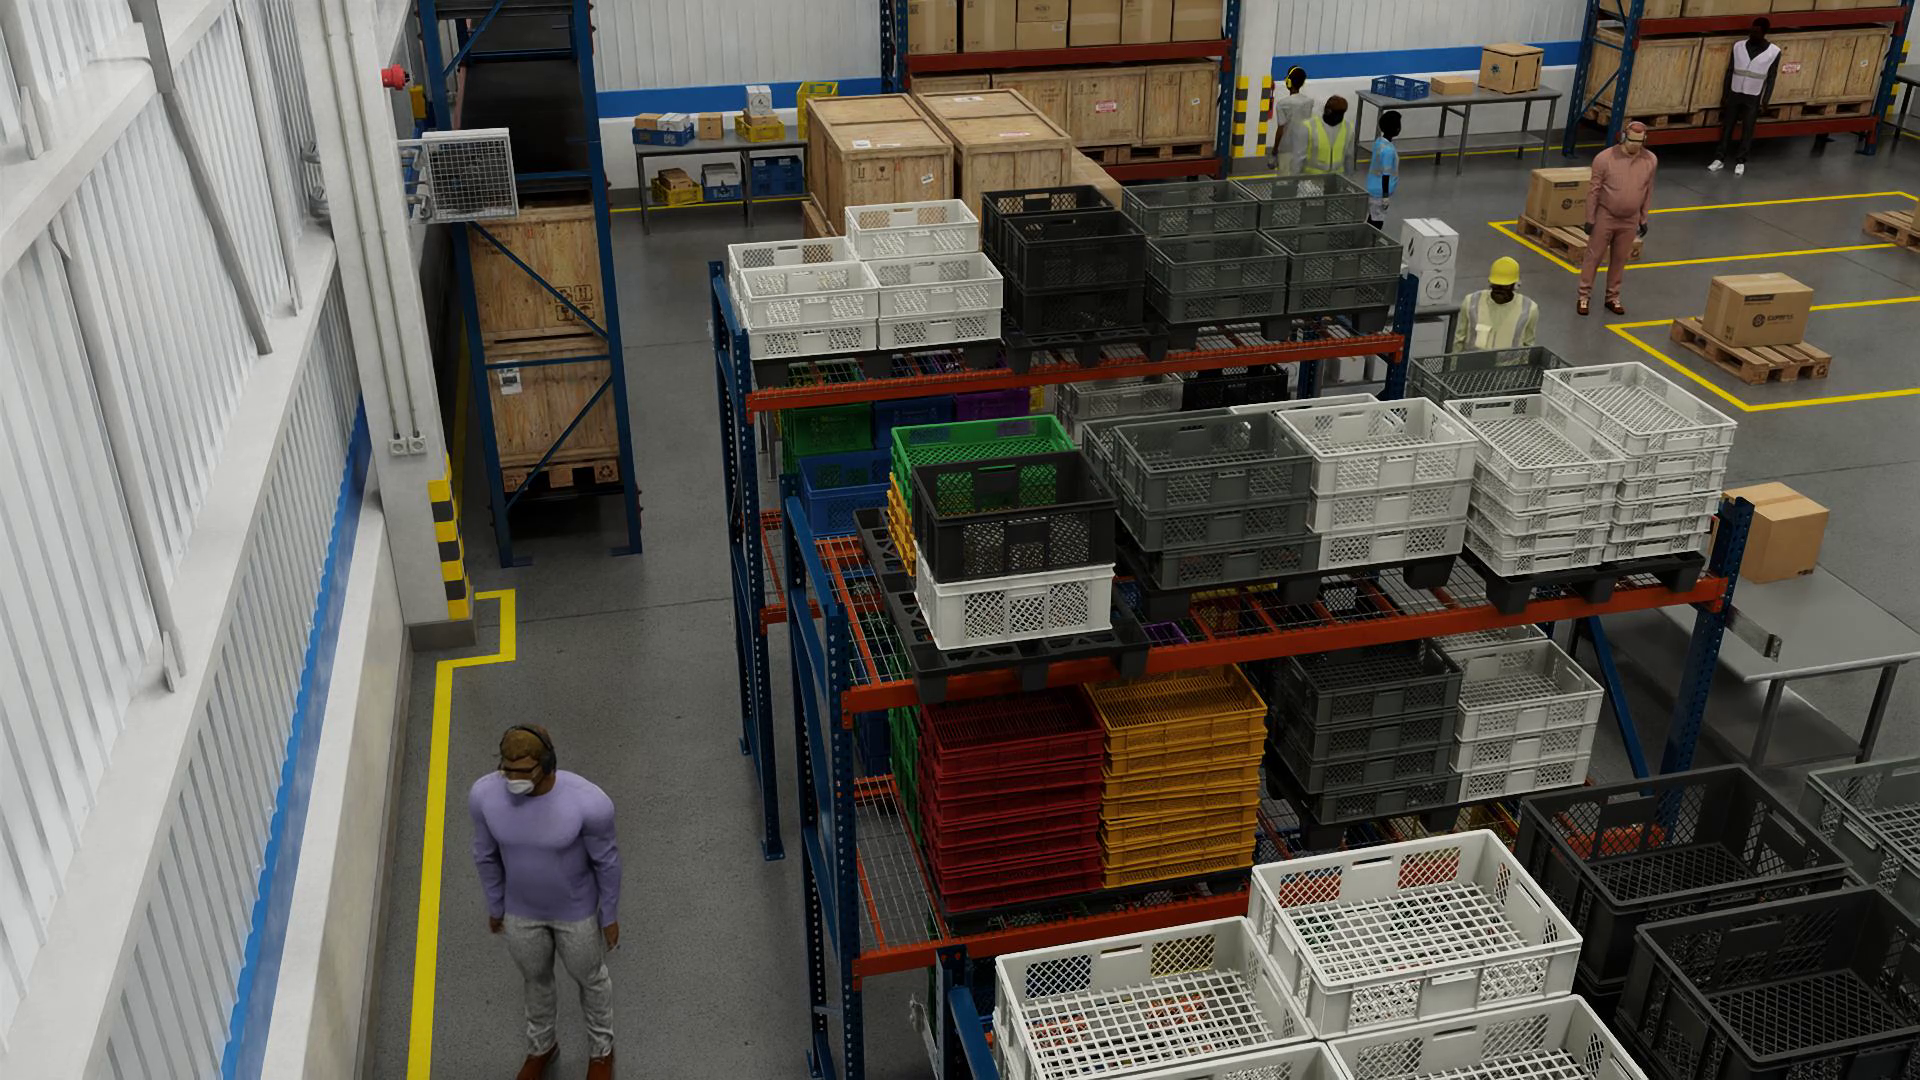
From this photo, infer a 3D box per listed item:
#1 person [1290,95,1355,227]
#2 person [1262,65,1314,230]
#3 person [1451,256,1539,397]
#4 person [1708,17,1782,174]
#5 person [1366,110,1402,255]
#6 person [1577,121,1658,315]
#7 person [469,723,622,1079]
[{"bbox_3d":[3.827,-3.792,17.570,0.688,1.807,0.526,-5,28,-9],"label":"person"},{"bbox_3d":[3.660,-4.327,18.524,0.515,1.872,0.328,-15,31,-27],"label":"person"},{"bbox_3d":[4.090,-1.308,12.835,0.591,1.833,0.404,9,29,17],"label":"person"},{"bbox_3d":[9.859,-5.574,20.843,0.589,1.915,0.398,21,34,34],"label":"person"},{"bbox_3d":[4.415,-3.646,17.414,0.315,1.695,0.541,2,28,4],"label":"person"},{"bbox_3d":[6.414,-3.133,16.228,0.638,1.902,0.407,-1,28,-1],"label":"person"},{"bbox_3d":[-1.763,1.596,7.214,0.629,1.939,0.374,3,28,6],"label":"person"}]
